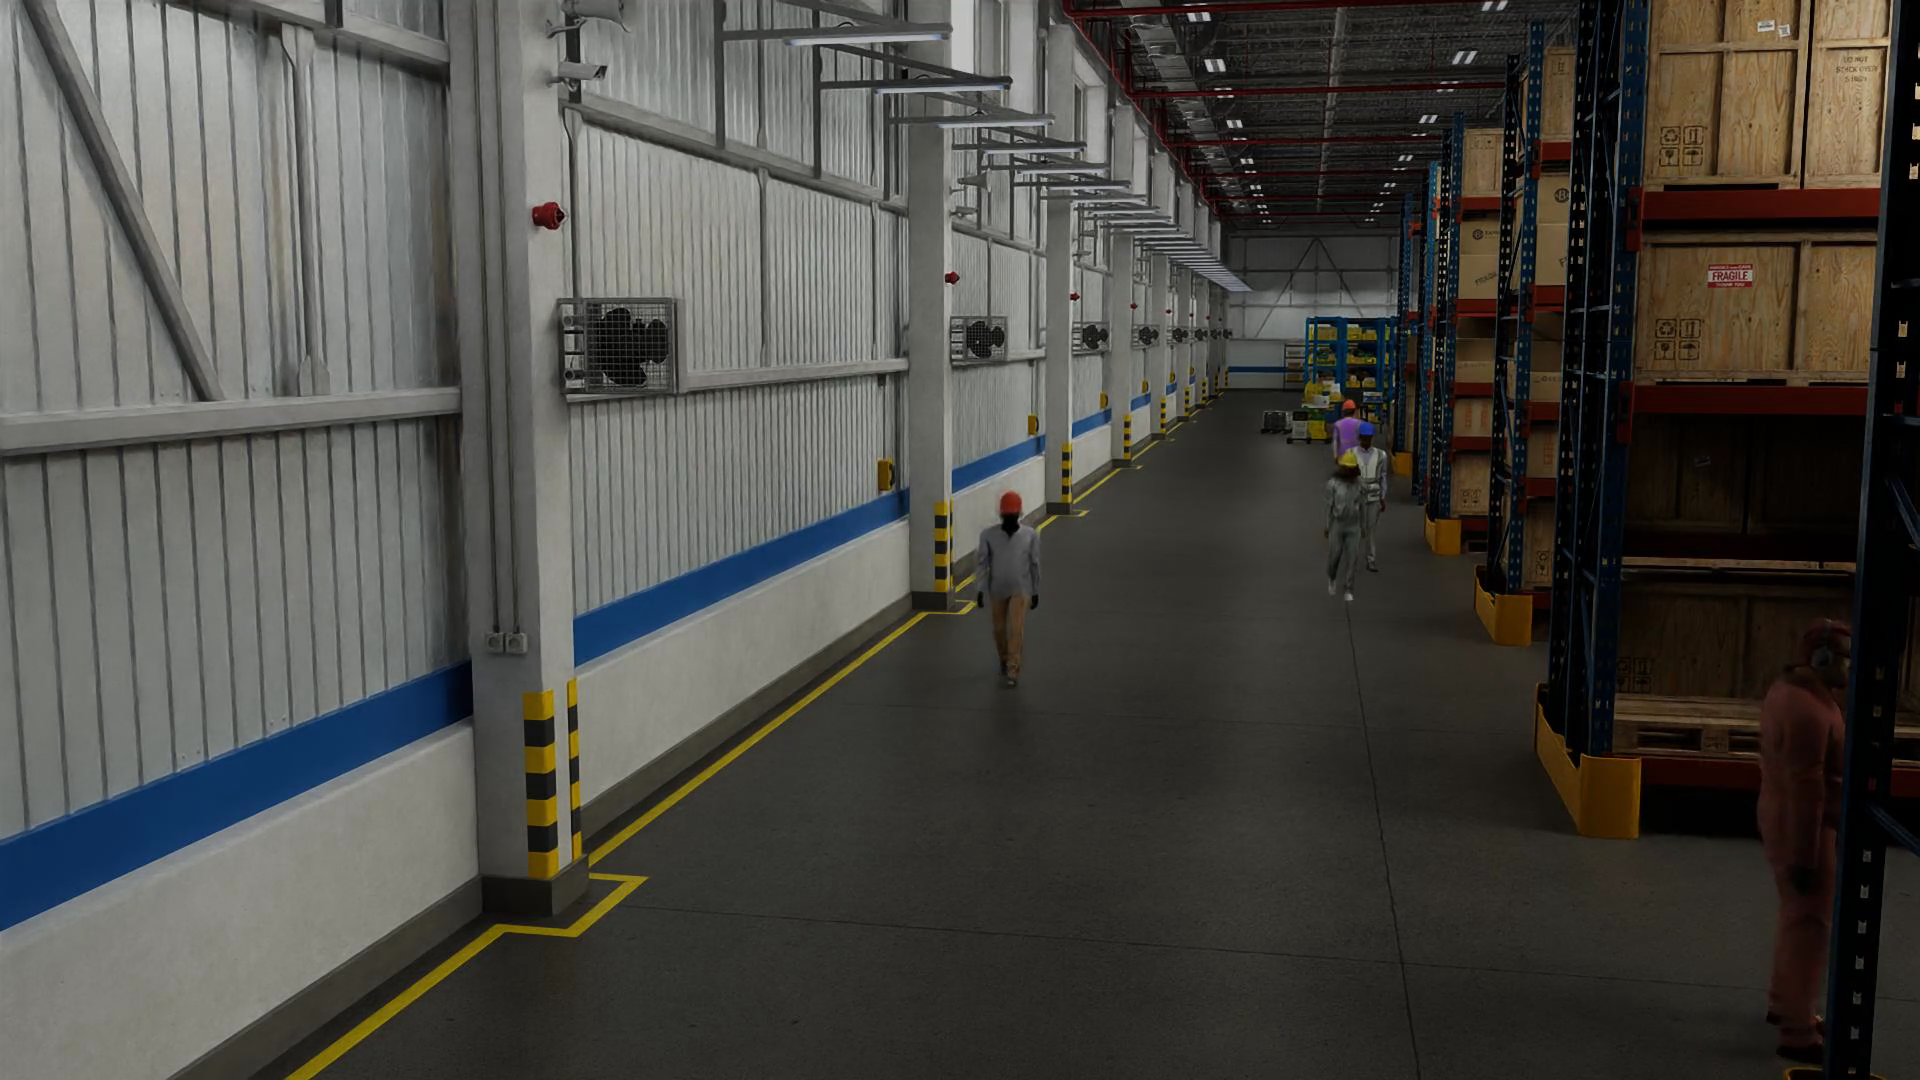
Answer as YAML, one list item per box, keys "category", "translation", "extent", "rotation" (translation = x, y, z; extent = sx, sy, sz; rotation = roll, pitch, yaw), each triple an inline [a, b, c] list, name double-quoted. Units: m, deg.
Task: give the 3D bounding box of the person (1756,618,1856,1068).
- category: "person"
  translation: [3.652, 1.272, 7.137]
  extent: [0.427, 1.899, 0.656]
  rotation: [2, 8, 19]

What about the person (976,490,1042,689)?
- category: "person"
  translation: [0.438, 0.407, 14.686]
  extent: [0.571, 1.732, 0.717]
  rotation: [1, 7, 8]

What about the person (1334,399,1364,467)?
- category: "person"
  translation: [6.916, -1.540, 29.510]
  extent: [0.581, 1.924, 0.432]
  rotation: [4, 8, 27]

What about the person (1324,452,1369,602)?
- category: "person"
  translation: [4.457, -0.158, 19.175]
  extent: [0.503, 1.731, 0.378]
  rotation: [0, 7, 2]

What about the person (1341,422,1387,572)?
- category: "person"
  translation: [5.214, -0.553, 21.511]
  extent: [0.605, 1.951, 0.384]
  rotation: [0, 7, 2]
